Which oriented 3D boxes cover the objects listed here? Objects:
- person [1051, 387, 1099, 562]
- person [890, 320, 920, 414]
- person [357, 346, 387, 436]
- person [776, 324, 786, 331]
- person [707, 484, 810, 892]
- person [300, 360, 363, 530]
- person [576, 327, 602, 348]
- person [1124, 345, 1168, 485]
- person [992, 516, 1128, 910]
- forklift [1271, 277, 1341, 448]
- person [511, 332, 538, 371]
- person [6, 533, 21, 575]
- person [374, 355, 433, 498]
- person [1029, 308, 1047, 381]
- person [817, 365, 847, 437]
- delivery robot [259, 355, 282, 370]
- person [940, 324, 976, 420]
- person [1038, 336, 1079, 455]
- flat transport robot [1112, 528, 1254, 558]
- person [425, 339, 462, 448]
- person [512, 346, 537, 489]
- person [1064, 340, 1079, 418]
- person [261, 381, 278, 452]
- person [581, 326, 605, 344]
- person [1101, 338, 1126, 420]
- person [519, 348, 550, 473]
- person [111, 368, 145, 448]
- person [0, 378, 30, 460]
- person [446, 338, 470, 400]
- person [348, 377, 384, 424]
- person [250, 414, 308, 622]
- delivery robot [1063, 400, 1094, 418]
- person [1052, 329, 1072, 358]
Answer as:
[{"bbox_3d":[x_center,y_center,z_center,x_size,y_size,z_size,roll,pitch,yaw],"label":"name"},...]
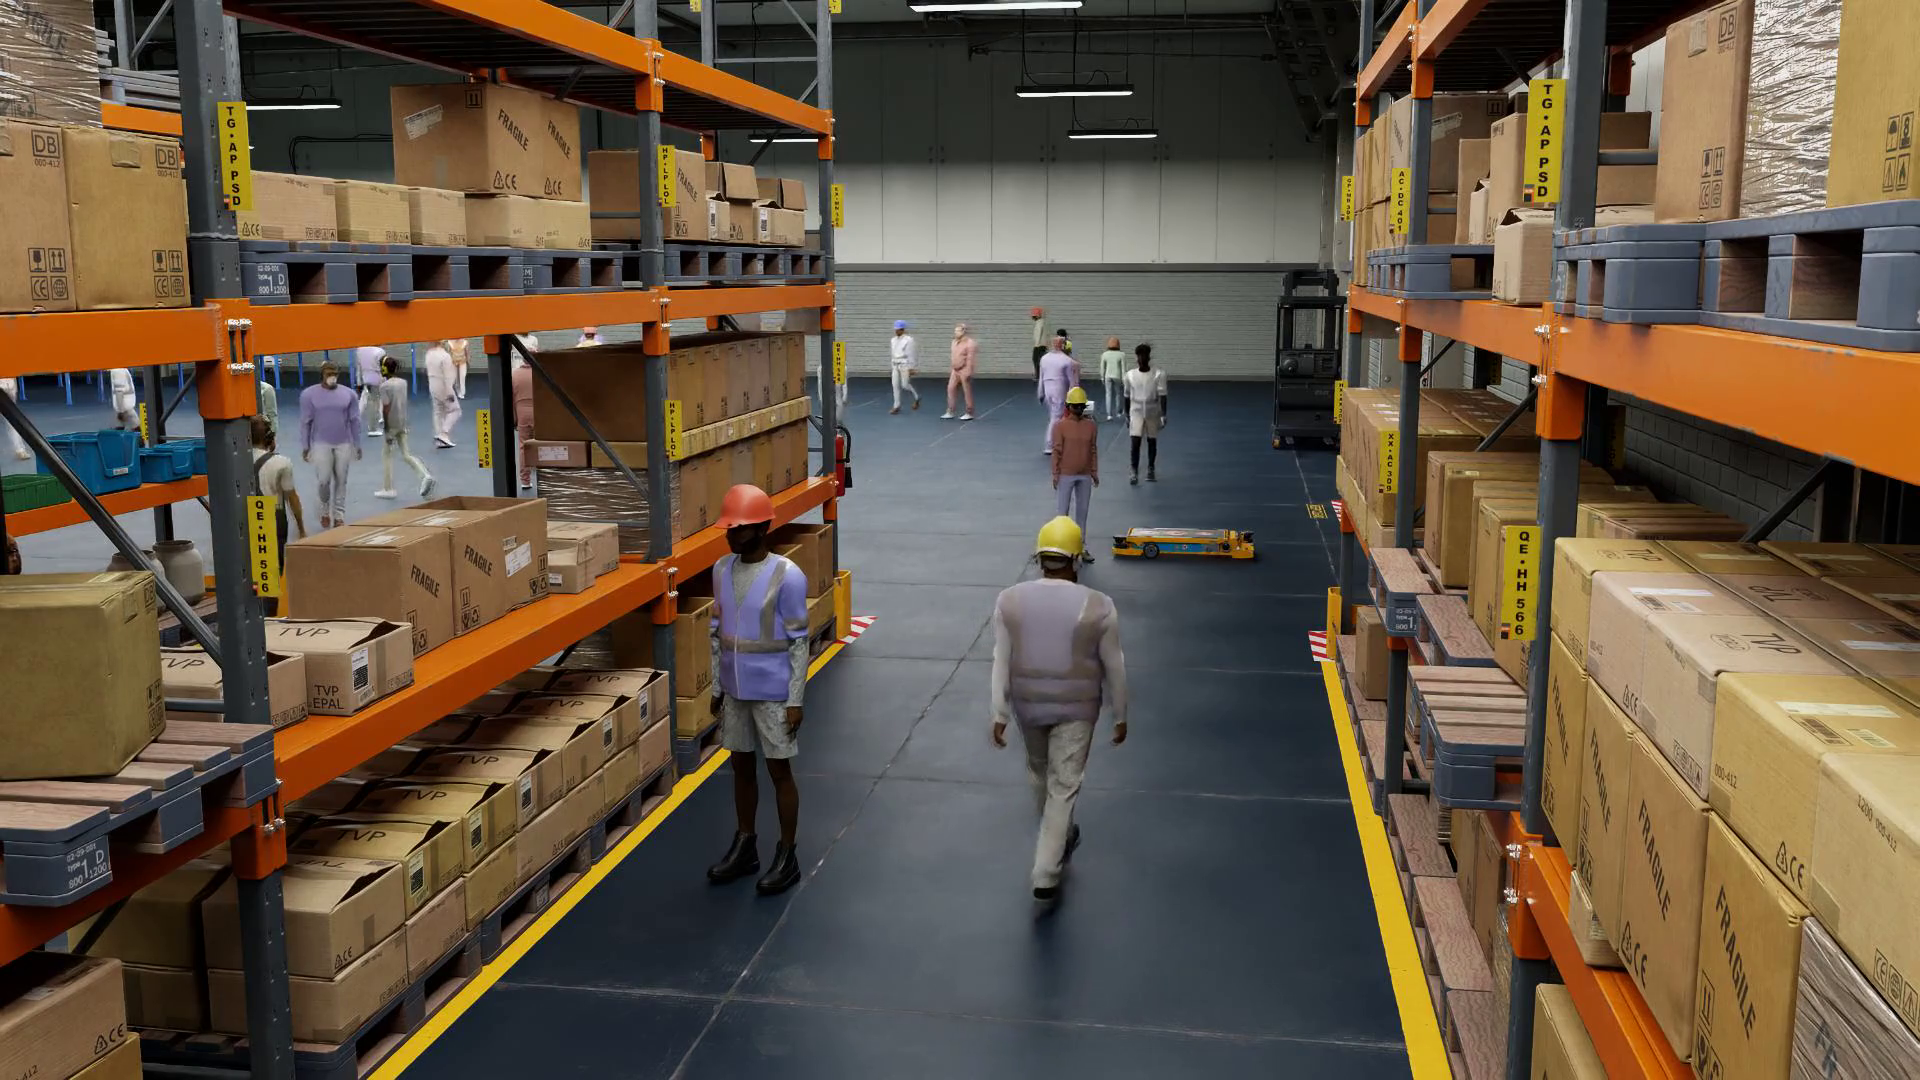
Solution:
[{"bbox_3d":[1.163,-0.652,16.687,0.535,1.767,0.315,-4,10,-25],"label":"person"},{"bbox_3d":[-1.150,-3.556,34.086,0.617,1.926,0.686,8,12,40],"label":"person"},{"bbox_3d":[-10.346,-2.808,29.523,0.614,1.906,0.646,4,10,24],"label":"person"},{"bbox_3d":[-4.382,-4.417,40.360,0.511,1.607,0.814,9,13,43],"label":"person"},{"bbox_3d":[-0.976,0.696,7.840,0.551,1.935,0.375,6,11,32],"label":"person"},{"bbox_3d":[-7.036,-1.055,18.681,0.652,1.921,0.484,-6,11,-31],"label":"person"},{"bbox_3d":[-7.010,-3.144,31.702,0.565,1.879,1.010,0,9,1],"label":"person"},{"bbox_3d":[2.553,-1.730,22.917,0.612,1.916,1.001,2,9,10],"label":"person"},{"bbox_3d":[0.483,0.775,7.841,0.616,1.780,0.949,3,10,19],"label":"person"},{"bbox_3d":[5.847,-3.016,27.970,1.129,2.768,1.873,1,9,9],"label":"forklift"},{"bbox_3d":[-8.559,-3.368,32.780,0.620,1.977,1.041,-8,12,-39],"label":"person"},{"bbox_3d":[-4.847,0.753,8.422,0.502,1.632,0.277,2,9,11],"label":"person"},{"bbox_3d":[-7.208,-1.455,21.417,0.787,1.844,0.524,5,10,26],"label":"person"},{"bbox_3d":[2.105,-5.132,43.763,0.627,1.941,0.643,0,9,-2],"label":"person"},{"bbox_3d":[-2.083,-2.347,27.275,0.490,1.724,0.673,1,9,5],"label":"person"},{"bbox_3d":[-19.795,-5.084,47.585,0.707,0.478,0.477,1,9,9],"label":"delivery robot"},{"bbox_3d":[-0.055,-3.270,32.465,0.814,1.876,0.680,-8,12,-42],"label":"person"},{"bbox_3d":[1.660,-2.318,26.638,0.940,1.862,0.681,-9,13,-43],"label":"person"},{"bbox_3d":[2.319,0.022,17.257,1.431,0.197,0.652,1,9,9],"label":"flat transport robot"},{"bbox_3d":[-8.510,-2.458,27.411,0.669,1.894,0.432,8,12,41],"label":"person"},{"bbox_3d":[-5.713,-1.634,22.305,0.637,1.911,0.403,2,9,10],"label":"person"},{"bbox_3d":[1.775,-2.517,28.225,0.535,1.748,0.486,-1,9,-6],"label":"person"},{"bbox_3d":[-8.347,-1.227,19.667,0.606,1.947,0.406,3,10,18],"label":"person"},{"bbox_3d":[-8.054,-3.892,36.475,0.578,1.823,0.775,-7,11,-35],"label":"person"},{"bbox_3d":[3.036,-3.170,32.724,0.524,1.582,0.839,3,10,17],"label":"person"},{"bbox_3d":[-6.025,-1.898,24.301,0.639,1.797,0.945,6,11,33],"label":"person"},{"bbox_3d":[-12.416,-2.000,24.597,0.949,1.901,0.553,-5,10,-28],"label":"person"},{"bbox_3d":[-14.927,-2.160,25.849,0.646,1.838,0.630,4,10,24],"label":"person"},{"bbox_3d":[-11.468,-4.033,38.025,0.532,1.610,0.739,-2,9,-12],"label":"person"},{"bbox_3d":[-11.353,-3.005,31.716,0.862,1.592,0.513,-5,11,-29],"label":"person"},{"bbox_3d":[-5.336,-0.063,12.858,0.515,1.822,0.567,1,9,7],"label":"person"},{"bbox_3d":[2.229,-2.567,32.059,0.707,0.478,0.477,-5,10,-26],"label":"delivery robot"},{"bbox_3d":[2.240,-3.735,35.987,0.531,1.674,0.724,-9,13,-43],"label":"person"}]
